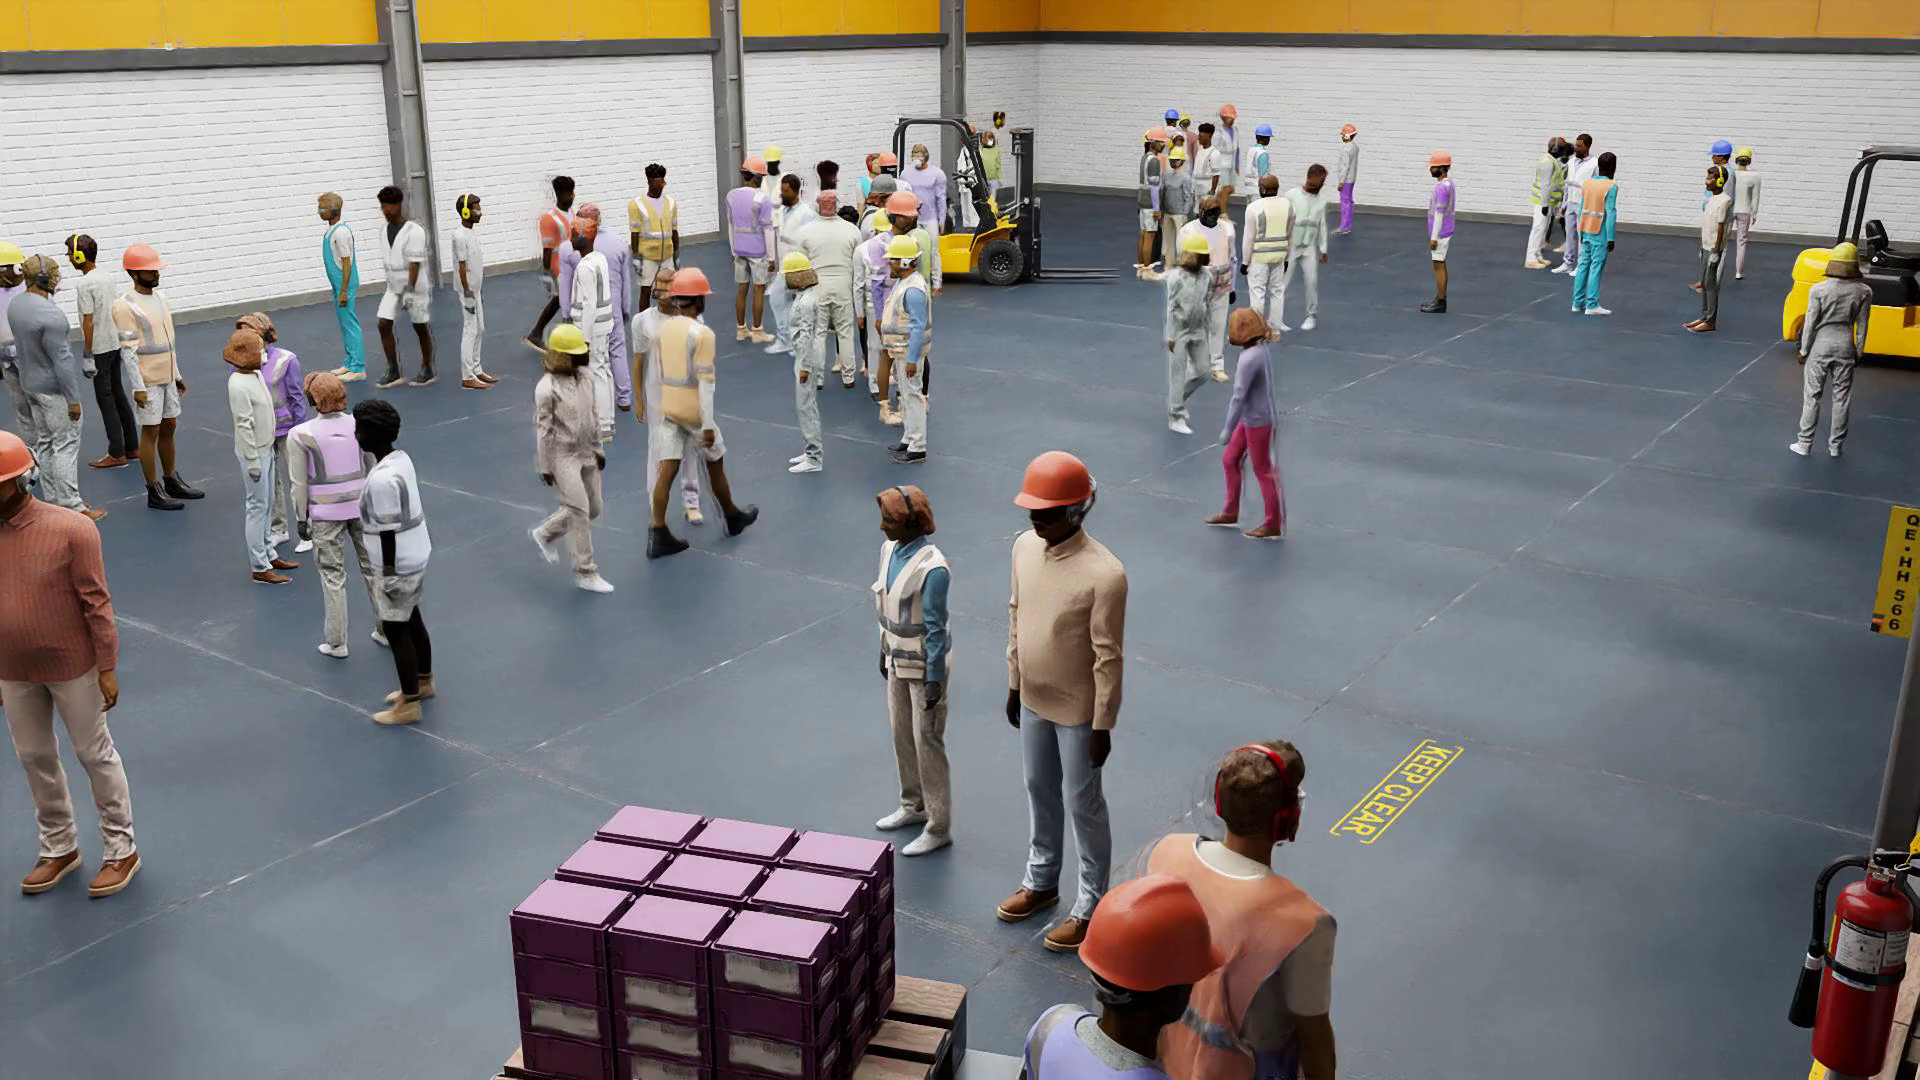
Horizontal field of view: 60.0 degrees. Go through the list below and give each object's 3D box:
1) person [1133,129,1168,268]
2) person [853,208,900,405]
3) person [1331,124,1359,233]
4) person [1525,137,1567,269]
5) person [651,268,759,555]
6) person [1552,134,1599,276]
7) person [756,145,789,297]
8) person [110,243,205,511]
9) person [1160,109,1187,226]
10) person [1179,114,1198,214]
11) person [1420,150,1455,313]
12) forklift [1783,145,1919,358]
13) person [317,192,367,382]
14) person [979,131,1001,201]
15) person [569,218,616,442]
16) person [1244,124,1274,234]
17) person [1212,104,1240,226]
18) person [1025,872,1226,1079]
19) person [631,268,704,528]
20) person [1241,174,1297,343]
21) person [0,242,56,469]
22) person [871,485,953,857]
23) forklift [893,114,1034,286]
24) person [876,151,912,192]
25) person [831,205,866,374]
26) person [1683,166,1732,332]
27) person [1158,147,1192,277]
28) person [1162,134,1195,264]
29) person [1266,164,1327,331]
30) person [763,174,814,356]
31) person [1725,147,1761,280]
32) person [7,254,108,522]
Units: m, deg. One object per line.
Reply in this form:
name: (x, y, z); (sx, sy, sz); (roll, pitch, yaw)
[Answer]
person: (2.691, -4.805, 23.468); (0.363, 1.928, 0.587); (11, 21, 30)
person: (-0.688, -2.156, 15.364); (0.604, 1.818, 0.403); (-8, 19, -23)
person: (6.300, -5.899, 27.183); (0.333, 1.745, 0.559); (9, 20, 27)
person: (8.311, -4.768, 23.533); (0.431, 1.833, 0.641); (9, 20, 27)
person: (-1.790, -0.876, 11.224); (0.571, 1.892, 0.967); (13, 22, 34)
person: (8.516, -4.599, 22.844); (0.374, 1.915, 0.596); (-7, 19, -22)
person: (-2.327, -3.990, 20.944); (0.601, 1.911, 0.417); (5, 18, 14)
person: (-5.864, -1.194, 12.155); (0.361, 1.939, 0.542); (2, 18, 7)
person: (3.516, -6.231, 27.909); (0.602, 1.940, 0.402); (7, 19, 20)
person: (3.984, -6.727, 29.762); (0.532, 1.756, 0.344); (-3, 18, -9)
person: (5.754, -3.716, 20.070); (0.401, 1.928, 0.544); (6, 19, 19)
forklift: (9.803, -2.879, 17.013); (2.313, 2.155, 1.214); (12, 21, 33)
person: (-6.084, -2.481, 16.337); (0.345, 1.844, 0.507); (-10, 20, -27)
person: (0.453, -5.937, 27.502); (0.495, 1.625, 0.279); (-10, 20, -27)
person: (-3.106, -1.765, 14.035); (0.356, 1.883, 0.574); (0, 18, -1)
person: (4.383, -5.118, 24.436); (0.415, 1.939, 0.605); (-3, 18, -9)
person: (4.437, -6.340, 28.121); (0.618, 2.021, 0.689); (-16, 24, -41)
person: (0.354, 1.584, 3.492); (0.380, 1.930, 0.546); (-9, 20, -25)
person: (-2.027, -0.998, 11.697); (0.513, 1.842, 0.325); (-5, 19, -17)
person: (3.332, -3.063, 18.162); (0.624, 1.844, 0.429); (-7, 19, -22)
person: (-7.327, -1.414, 13.015); (0.600, 1.831, 0.404); (4, 18, 13)
person: (-0.196, 0.549, 7.206); (0.314, 1.630, 0.527); (-10, 20, -28)
forklift: (-0.171, -4.594, 22.377); (2.313, 2.155, 1.214); (1, 18, 3)
person: (-0.843, -3.665, 19.905); (0.547, 1.929, 0.387); (-10, 20, -27)
person: (-1.096, -2.504, 16.658); (0.538, 1.691, 0.318); (4, 18, 11)
person: (8.504, -3.289, 18.846); (0.329, 1.861, 0.504); (2, 18, 5)
person: (2.900, -4.407, 22.480); (0.305, 1.772, 0.525); (-13, 22, -34)
person: (3.106, -4.878, 23.867); (0.484, 1.830, 0.827); (-7, 19, -20)
person: (3.886, -3.335, 18.969); (0.632, 1.870, 0.470); (-6, 19, -19)
person: (-1.809, -2.862, 17.430); (0.669, 1.899, 0.610); (-13, 22, -34)
person: (10.509, -4.418, 22.523); (0.535, 1.766, 0.318); (6, 19, 19)
person: (-6.385, -1.046, 11.718); (0.635, 1.929, 0.381); (13, 22, 35)
